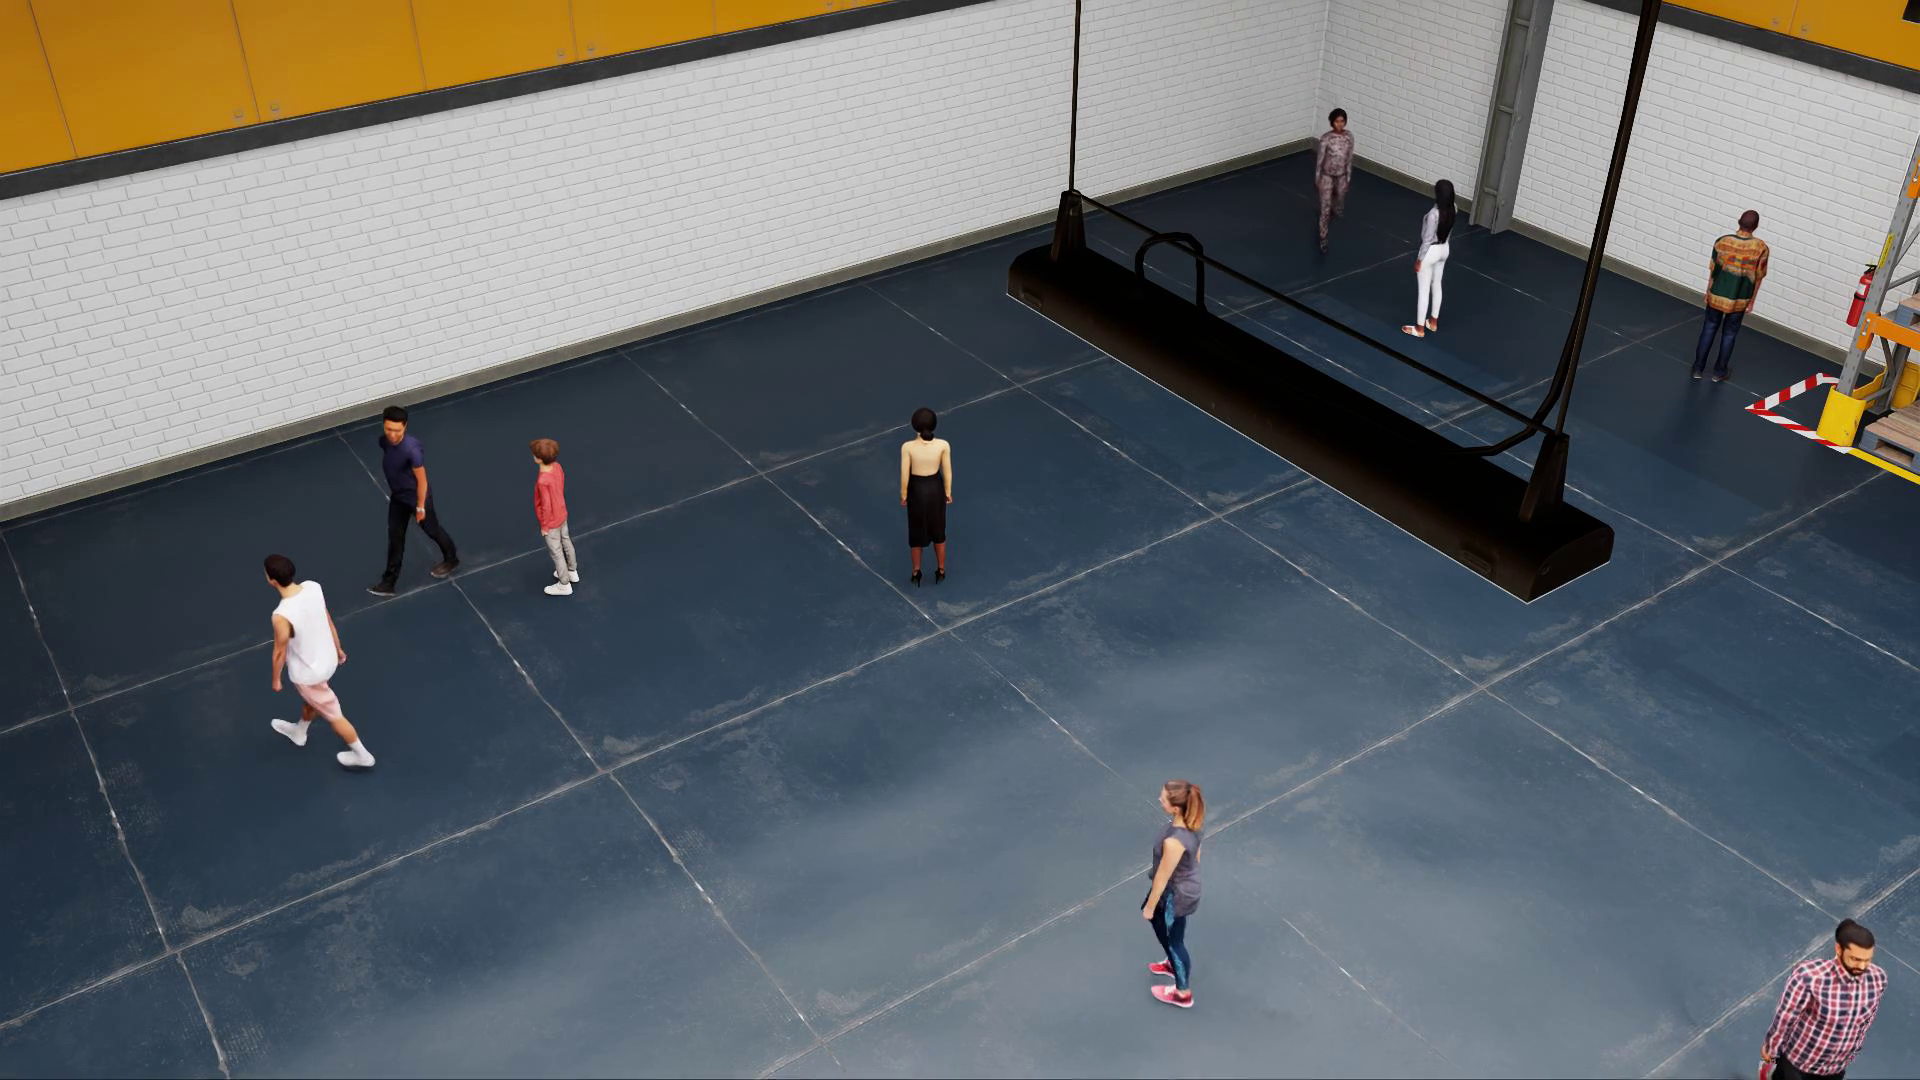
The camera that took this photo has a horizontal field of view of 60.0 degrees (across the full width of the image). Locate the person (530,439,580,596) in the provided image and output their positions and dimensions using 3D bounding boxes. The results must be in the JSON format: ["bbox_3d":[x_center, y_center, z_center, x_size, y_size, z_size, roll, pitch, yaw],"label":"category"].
[{"bbox_3d":[-3.325,-0.202,13.617,0.653,1.417,0.595,6,34,9],"label":"person"}]

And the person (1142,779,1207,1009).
[{"bbox_3d":[1.362,2.126,9.852,0.773,1.708,0.716,12,35,17],"label":"person"}]

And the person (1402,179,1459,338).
[{"bbox_3d":[4.987,-2.981,17.521,0.597,1.724,0.520,-23,40,-31],"label":"person"}]

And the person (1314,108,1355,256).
[{"bbox_3d":[4.323,-4.206,19.382,0.782,1.703,0.888,-2,34,-3],"label":"person"}]

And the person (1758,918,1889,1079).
[{"bbox_3d":[4.578,2.694,8.966,0.984,1.742,1.101,-1,34,-2],"label":"person"}]

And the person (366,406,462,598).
[{"bbox_3d":[-4.394,-0.375,13.596,1.128,1.729,0.990,23,40,31],"label":"person"}]

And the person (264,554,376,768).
[{"bbox_3d":[-4.470,0.910,11.655,1.192,1.737,1.084,9,35,13],"label":"person"}]

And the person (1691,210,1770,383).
[{"bbox_3d":[7.699,-2.445,16.638,0.754,1.808,0.865,18,37,24],"label":"person"}]

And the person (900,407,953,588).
[{"bbox_3d":[-0.283,-0.353,13.630,0.665,1.653,0.676,-4,34,-7],"label":"person"}]
